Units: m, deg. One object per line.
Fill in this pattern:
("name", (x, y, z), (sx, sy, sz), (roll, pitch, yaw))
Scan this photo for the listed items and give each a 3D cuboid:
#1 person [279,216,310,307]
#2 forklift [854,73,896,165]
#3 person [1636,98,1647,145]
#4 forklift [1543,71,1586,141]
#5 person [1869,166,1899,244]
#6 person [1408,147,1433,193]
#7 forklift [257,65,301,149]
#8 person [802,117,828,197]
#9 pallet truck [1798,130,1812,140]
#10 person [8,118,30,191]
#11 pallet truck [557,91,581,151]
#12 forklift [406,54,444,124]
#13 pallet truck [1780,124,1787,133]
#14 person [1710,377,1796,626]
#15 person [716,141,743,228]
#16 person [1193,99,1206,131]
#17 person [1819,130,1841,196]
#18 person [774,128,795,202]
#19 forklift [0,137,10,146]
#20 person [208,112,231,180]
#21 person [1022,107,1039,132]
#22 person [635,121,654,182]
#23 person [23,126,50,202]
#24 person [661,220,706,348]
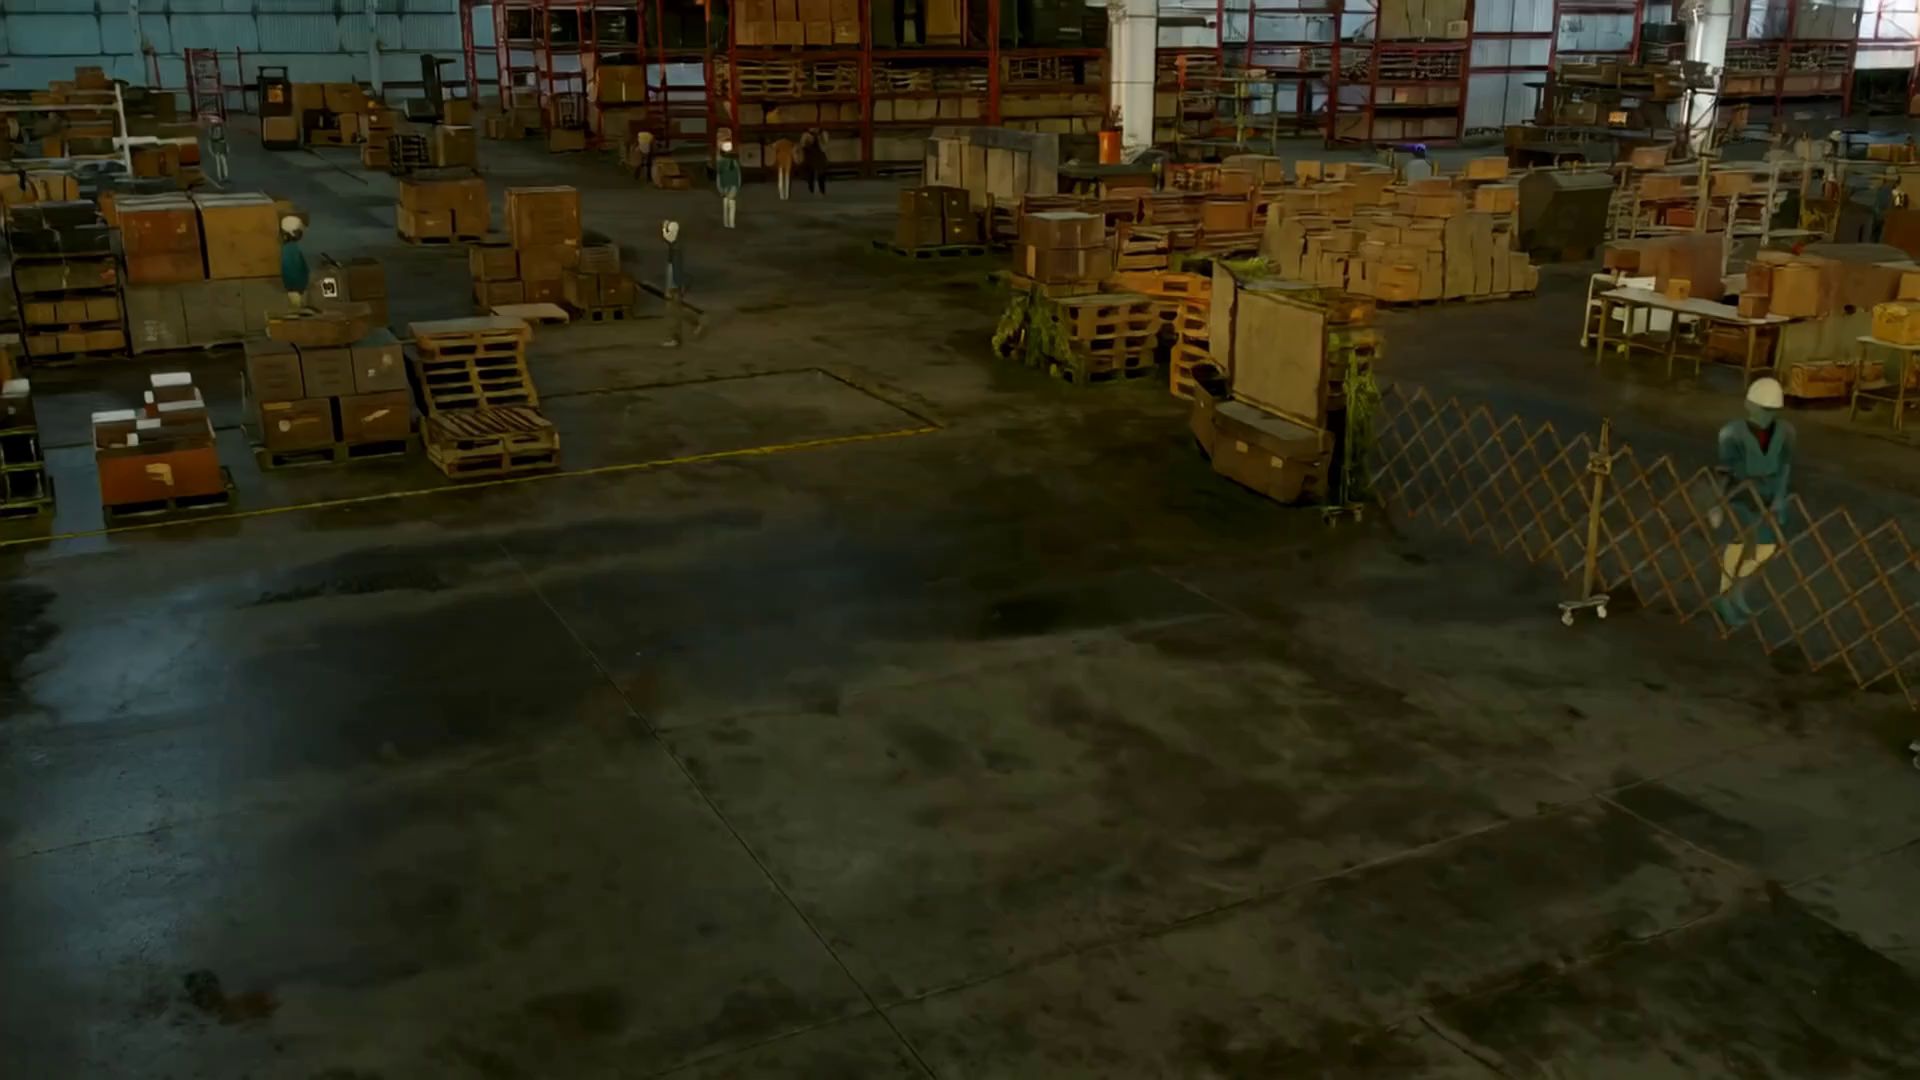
("person", (-9.217, -3.497, 23.161), (0.379, 1.996, 0.611), (-5, 19, -16))
("forklift", (-2.284, -13.092, 51.651), (1.873, 2.768, 1.129), (-9, 20, -26))
("person", (22.373, -13.451, 54.332), (0.763, 1.913, 0.639), (-3, 18, -9))
("forklift", (18.685, -13.231, 52.085), (1.873, 2.768, 1.129), (-9, 20, -26))
("person", (18.208, -6.463, 32.780), (0.331, 1.768, 0.527), (9, 20, 25))
("person", (10.212, -7.833, 37.012), (0.896, 1.796, 0.589), (-10, 21, -29))
("forklift", (-23.798, -15.108, 57.934), (1.129, 2.768, 1.873), (-9, 20, -26))
("person", (-3.739, -9.927, 43.134), (0.682, 2.000, 0.537), (1, 18, 2))
("pallet truck", (25.526, -11.556, 49.408), (1.630, 1.274, 0.653), (-9, 20, -26))
("person", (-25.127, -10.305, 44.513), (0.597, 1.915, 0.370), (5, 18, 15))
("pallet truck", (-13.495, -14.412, 57.188), (0.823, 1.965, 1.885), (-3, 18, -9))
("forklift", (-22.481, -19.104, 70.392), (1.873, 2.768, 1.129), (-9, 20, -26))
("pallet truck", (25.206, -12.542, 52.601), (1.601, 1.201, 0.680), (0, 18, -2))
("person", (6.255, -0.305, 13.156), (0.638, 2.023, 0.447), (-1, 18, -4))
("person", (-5.120, -7.907, 37.027), (0.570, 1.922, 0.404), (-5, 18, -15))
("person", (8.734, -15.357, 60.728), (0.511, 1.625, 0.408), (1, 18, 3))
("person", (22.790, -9.864, 43.501), (0.320, 1.692, 0.531), (-7, 19, -20))
("person", (-4.456, -9.545, 42.317), (0.534, 1.816, 0.997), (-2, 18, -7))
("forklift", (-34.698, -15.445, 58.987), (1.873, 2.768, 1.129), (4, 18, 12))
("person", (-21.259, -11.330, 47.758), (0.557, 1.901, 0.957), (-9, 20, -25))
("person", (2.261, -13.087, 53.542), (0.540, 1.695, 0.317), (6, 19, 18))
("person", (-8.881, -10.891, 46.719), (0.541, 1.686, 0.468), (10, 20, 28))
("person", (-22.838, -9.217, 41.065), (0.444, 1.957, 0.653), (7, 19, 22))
("person", (-4.015, -3.650, 23.875), (0.664, 1.853, 0.534), (5, 18, 15))
